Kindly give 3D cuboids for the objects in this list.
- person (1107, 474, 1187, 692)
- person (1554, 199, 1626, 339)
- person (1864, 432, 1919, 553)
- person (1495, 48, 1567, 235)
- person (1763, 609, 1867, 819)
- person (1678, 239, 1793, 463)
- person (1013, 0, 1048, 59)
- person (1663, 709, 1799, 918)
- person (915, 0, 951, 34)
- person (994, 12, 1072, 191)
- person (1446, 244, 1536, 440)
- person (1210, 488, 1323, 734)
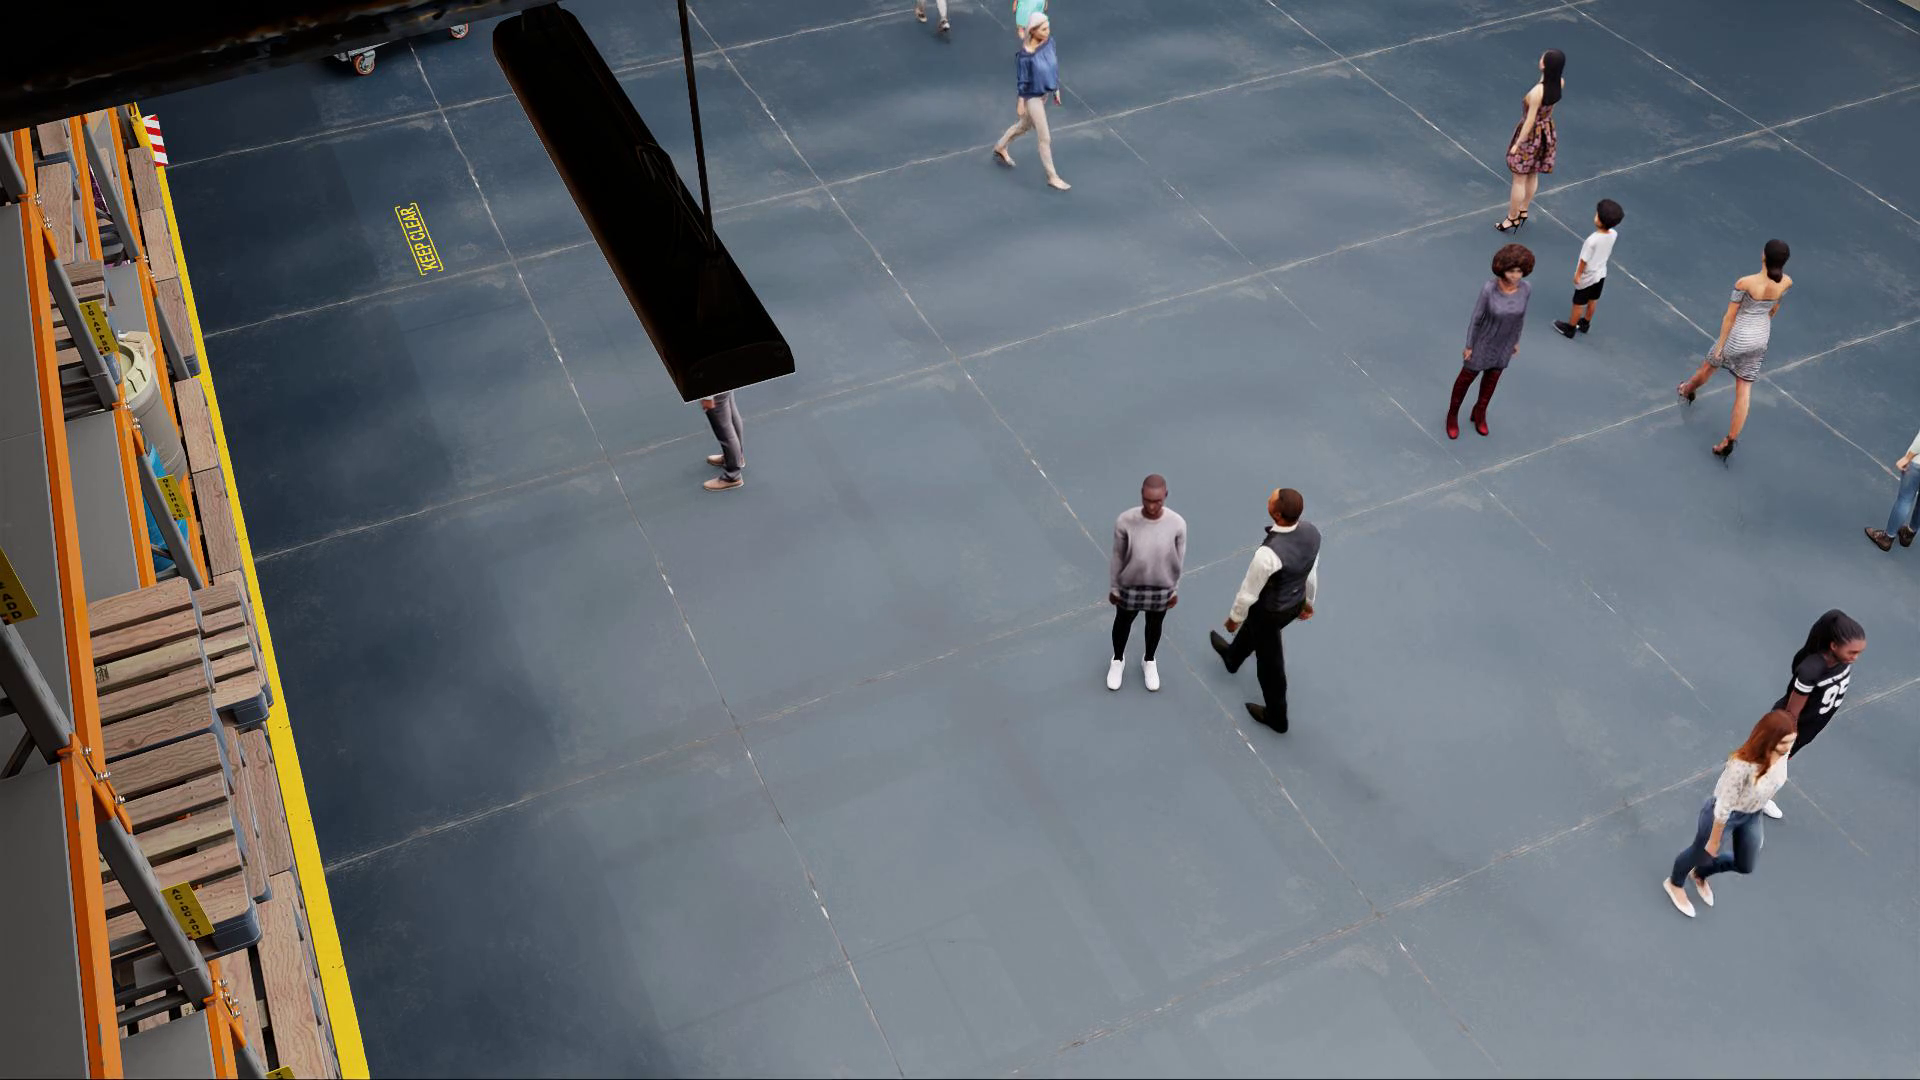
[{"bbox_3d":[1.195,0.269,10.752,0.696,1.772,0.685,1,44,1],"label":"person"},{"bbox_3d":[5.239,-2.237,13.756,0.497,1.257,0.510,-23,48,-22],"label":"person"},{"bbox_3d":[6.880,-0.599,11.750,0.622,1.652,0.583,-6,44,-6],"label":"person"},{"bbox_3d":[5.069,-3.537,14.746,0.740,1.774,0.758,-31,52,-28],"label":"person"},{"bbox_3d":[4.981,1.090,9.911,0.666,1.743,0.646,-29,51,-27],"label":"person"},{"bbox_3d":[5.910,-1.384,12.487,0.904,1.773,1.189,-1,44,-1],"label":"person"},{"bbox_3d":[0.751,-5.476,16.949,0.632,1.542,0.937,-24,49,-23],"label":"person"},{"bbox_3d":[4.346,1.505,9.494,0.615,1.717,0.616,-12,45,-12],"label":"person"},{"bbox_3d":[-0.293,-6.118,17.669,0.567,1.478,0.931,-17,46,-17],"label":"person"},{"bbox_3d":[0.627,-4.104,15.427,1.233,1.656,0.998,26,50,25],"label":"person"},{"bbox_3d":[4.044,-1.503,12.657,0.642,1.710,0.618,-4,44,-4],"label":"person"},{"bbox_3d":[2.028,0.484,10.445,0.903,1.885,1.185,-29,51,-27],"label":"person"}]
